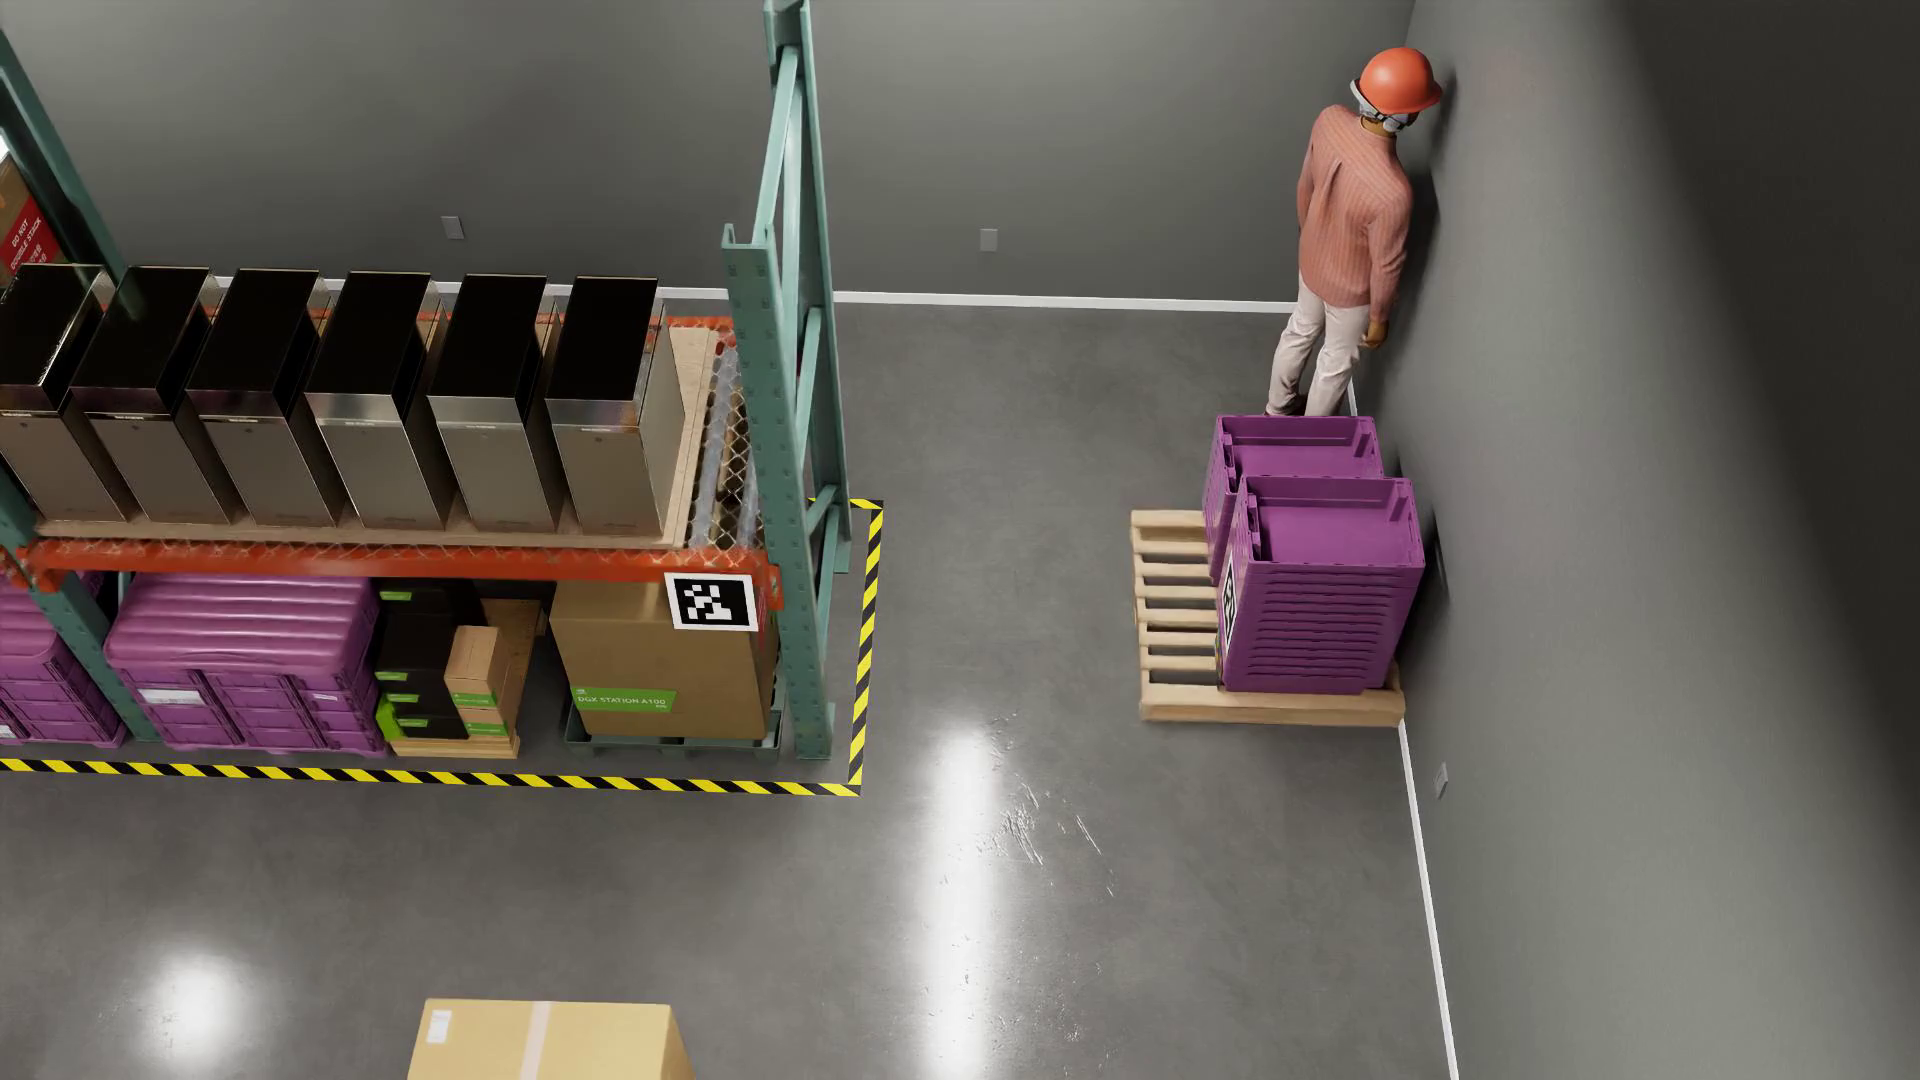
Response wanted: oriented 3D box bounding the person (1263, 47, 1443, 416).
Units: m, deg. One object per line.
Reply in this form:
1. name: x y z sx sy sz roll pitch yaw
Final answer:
1. person: 1.510 -1.054 6.487 0.382 1.993 0.622 -18 54 -14
